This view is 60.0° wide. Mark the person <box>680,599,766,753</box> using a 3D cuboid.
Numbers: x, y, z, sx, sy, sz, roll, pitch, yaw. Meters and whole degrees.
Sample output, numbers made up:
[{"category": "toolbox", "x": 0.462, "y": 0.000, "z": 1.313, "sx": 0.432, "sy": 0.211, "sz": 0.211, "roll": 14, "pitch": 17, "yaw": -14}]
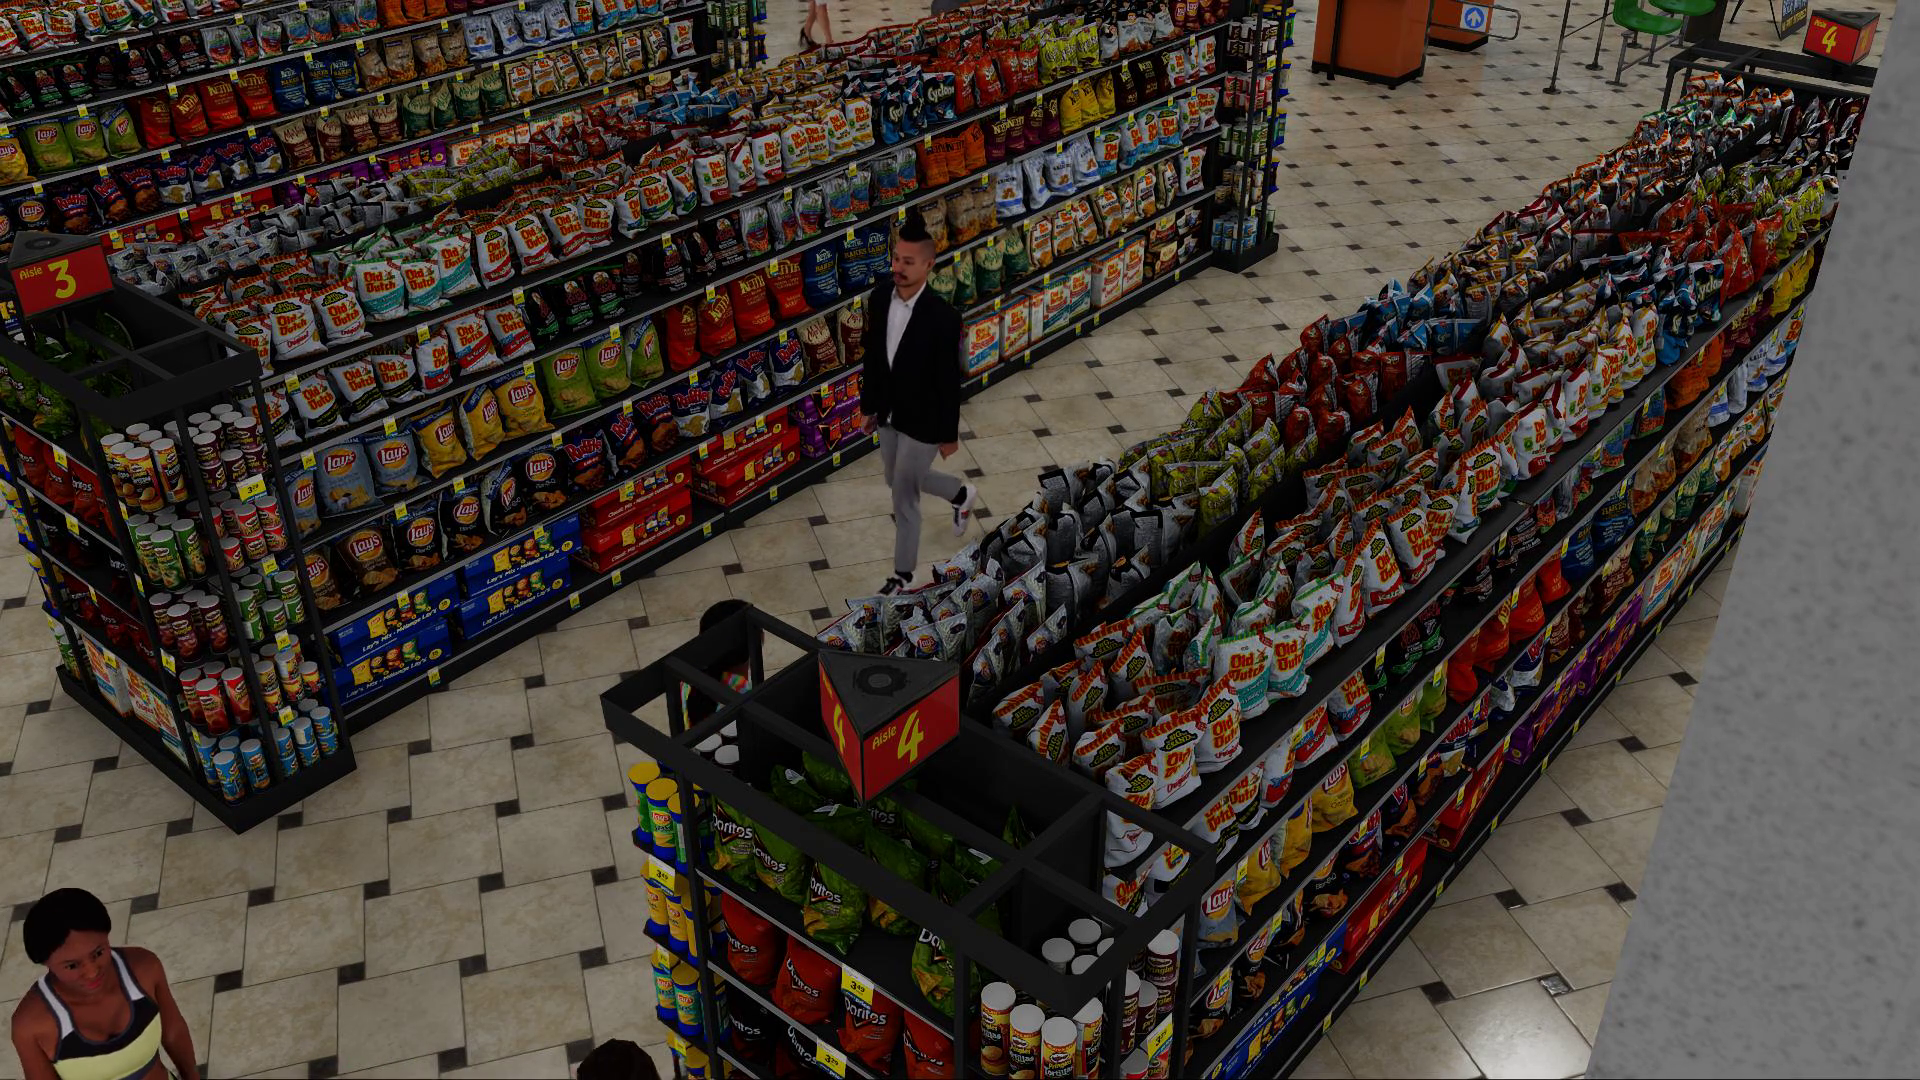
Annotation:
[{"category": "person", "x": -0.767, "y": 1.020, "z": 5.431, "sx": 0.899, "sy": 1.767, "sz": 0.624, "roll": -27, "pitch": 41, "yaw": -36}]

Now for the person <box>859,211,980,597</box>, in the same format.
[{"category": "person", "x": -0.170, "y": -0.649, "z": 7.958, "sx": 0.772, "sy": 1.929, "sz": 1.113, "roll": 27, "pitch": 41, "yaw": 36}]

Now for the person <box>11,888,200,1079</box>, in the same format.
[{"category": "person", "x": -2.302, "y": 1.597, "z": 4.564, "sx": 1.121, "sy": 1.702, "sz": 0.776, "roll": -23, "pitch": 39, "yaw": -33}]
